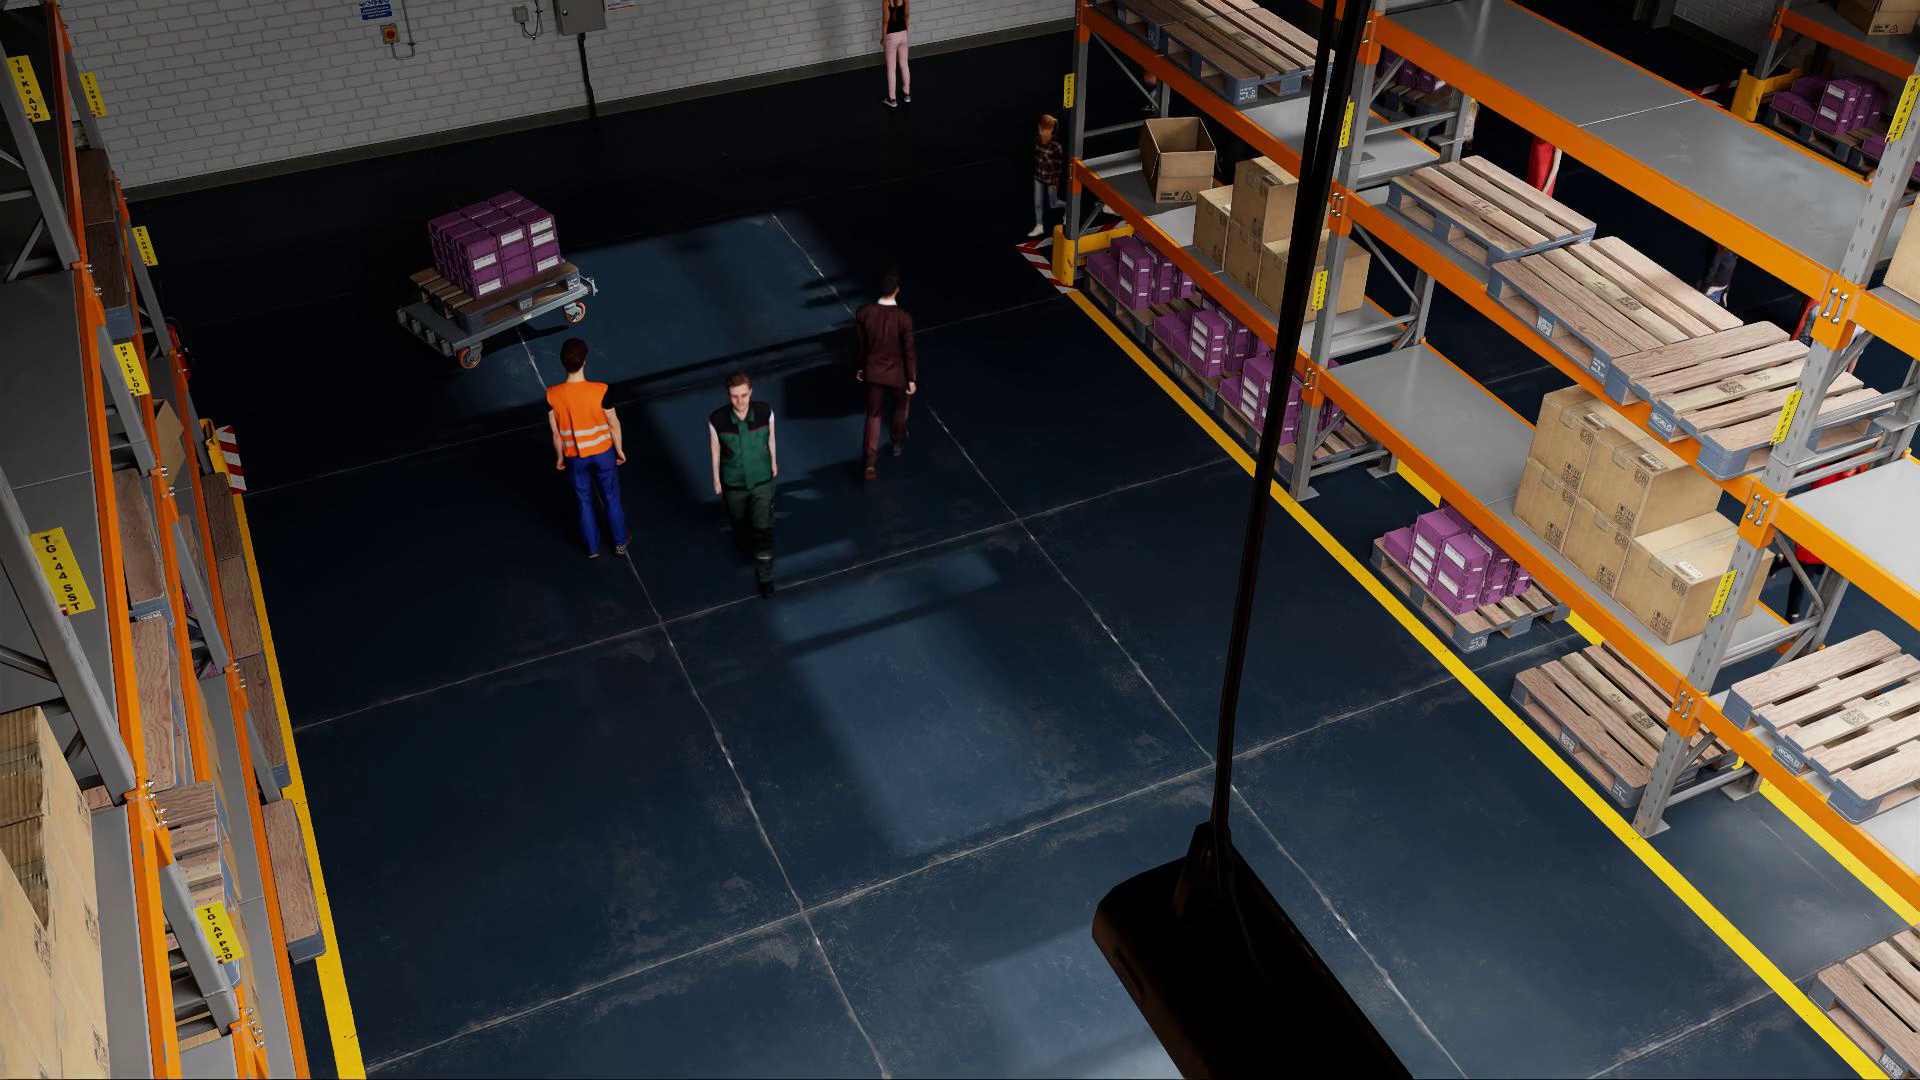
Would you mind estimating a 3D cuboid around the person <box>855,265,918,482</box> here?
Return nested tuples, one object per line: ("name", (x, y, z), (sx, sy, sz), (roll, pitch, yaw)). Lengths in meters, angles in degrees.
("person", (-0.618, -1.323, 13.465), (1.099, 1.840, 1.226), (8, 39, 10))

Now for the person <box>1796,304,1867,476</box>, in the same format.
("person", (6.978, -1.365, 13.512), (0.715, 1.847, 0.779), (13, 40, 16))

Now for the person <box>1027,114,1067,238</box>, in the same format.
("person", (0.930, -3.723, 16.909), (0.812, 1.293, 0.772), (28, 46, 31))

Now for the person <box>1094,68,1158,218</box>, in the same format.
("person", (2.052, -4.021, 16.871), (1.272, 1.805, 1.313), (7, 39, 9))

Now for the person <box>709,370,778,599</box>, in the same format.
("person", (-1.615, -0.510, 12.471), (0.801, 1.810, 1.196), (-9, 39, -11))

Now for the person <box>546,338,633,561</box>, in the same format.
("person", (-2.817, -0.666, 12.607), (0.748, 1.885, 0.712), (-7, 39, -8))

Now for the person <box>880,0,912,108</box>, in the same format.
("person", (-0.742, -5.837, 19.338), (0.550, 1.566, 0.548), (-22, 44, -25))

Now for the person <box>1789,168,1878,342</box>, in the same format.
("person", (7.949, -2.512, 14.985), (0.731, 1.801, 0.726), (26, 45, 29))

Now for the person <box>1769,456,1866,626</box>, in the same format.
("person", (6.189, -0.111, 12.033), (0.757, 1.733, 0.943), (-5, 39, -6))
